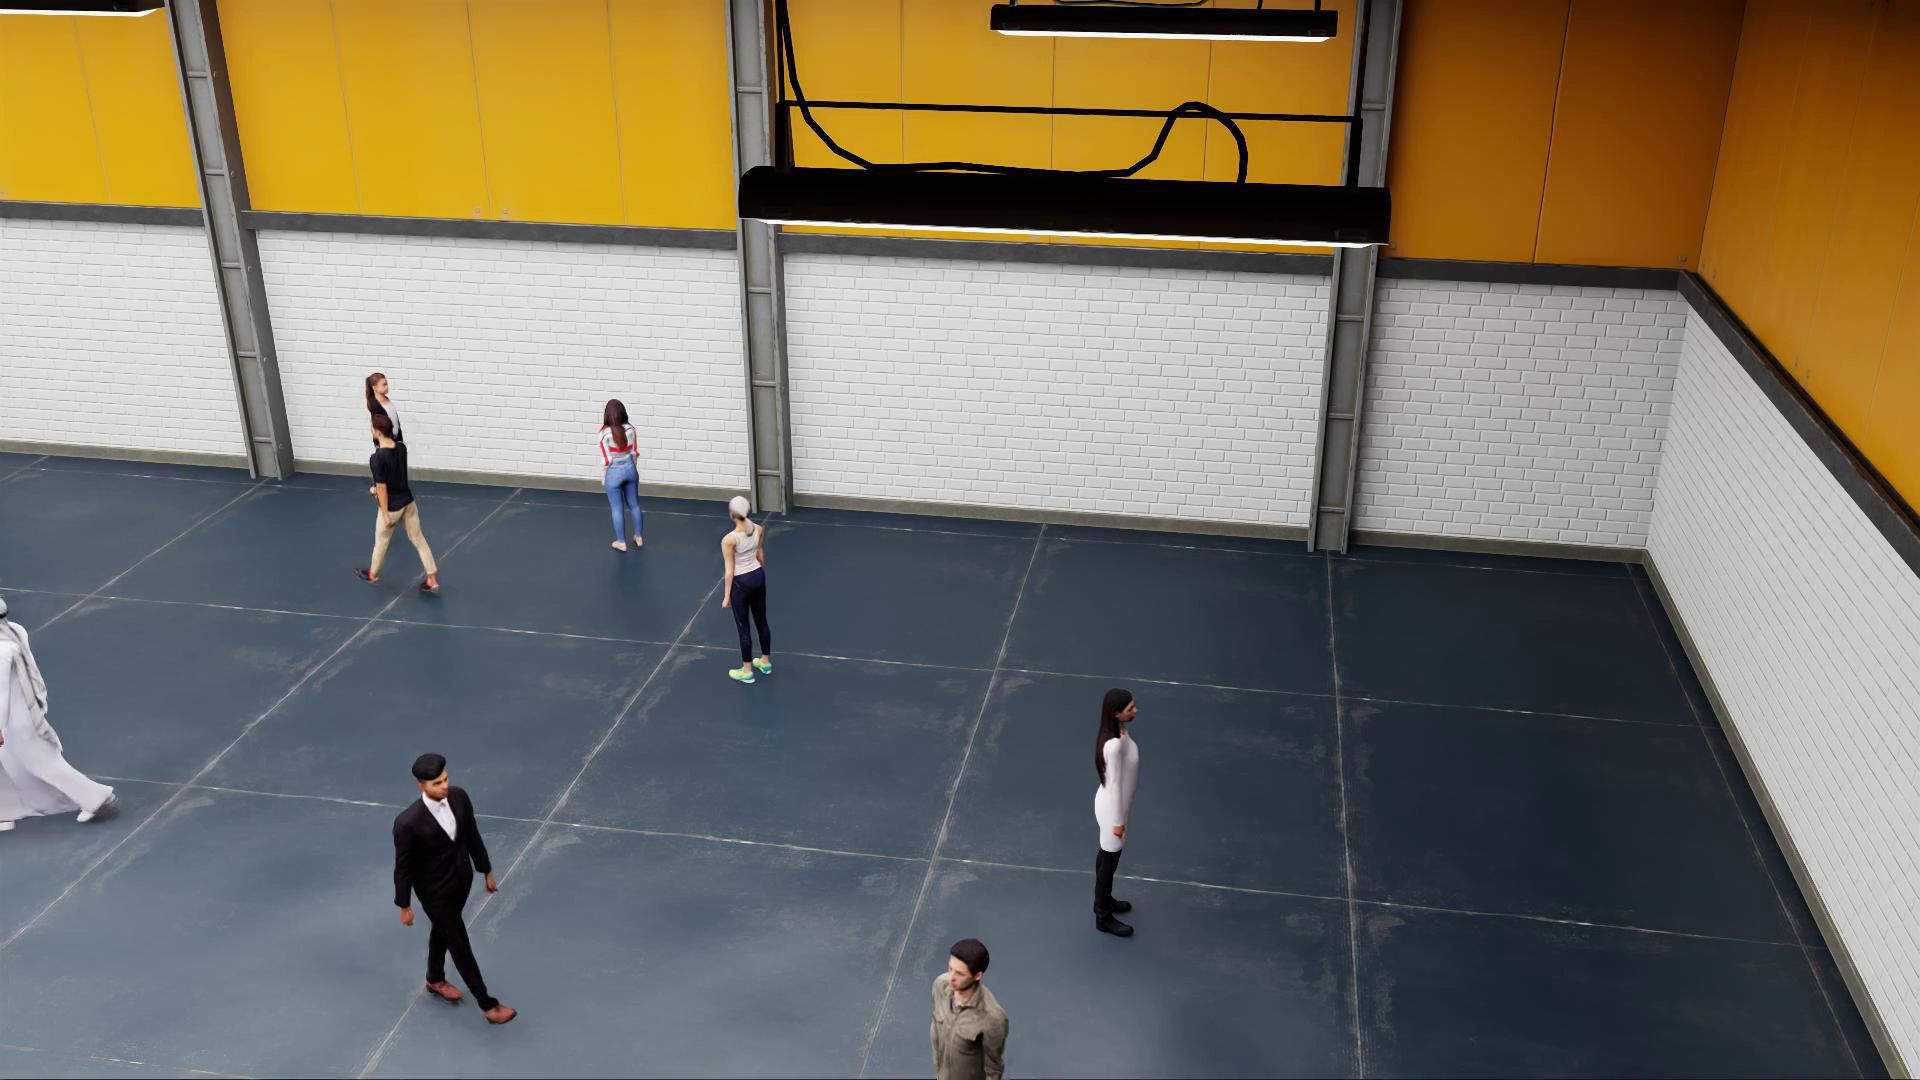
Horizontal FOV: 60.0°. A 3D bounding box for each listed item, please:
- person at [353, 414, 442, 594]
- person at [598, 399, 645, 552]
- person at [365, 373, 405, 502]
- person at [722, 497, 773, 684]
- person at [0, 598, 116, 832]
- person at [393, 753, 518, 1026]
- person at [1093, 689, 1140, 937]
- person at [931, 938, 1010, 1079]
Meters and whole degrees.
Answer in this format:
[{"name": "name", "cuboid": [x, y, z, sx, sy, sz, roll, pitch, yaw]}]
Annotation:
[{"name": "person", "cuboid": [-5.338, -0.302, 15.998, 1.209, 1.809, 0.848, 11, 26, 23]}, {"name": "person", "cuboid": [-3.489, -0.681, 17.112, 0.657, 1.612, 0.715, -16, 28, -33]}, {"name": "person", "cuboid": [-6.299, -1.074, 18.088, 0.675, 1.551, 0.547, 3, 24, 8]}, {"name": "person", "cuboid": [-1.847, 0.420, 14.475, 0.706, 1.706, 0.686, 21, 31, 39]}, {"name": "person", "cuboid": [-6.830, 1.296, 12.233, 1.298, 1.898, 1.162, -12, 26, -26]}, {"name": "person", "cuboid": [-3.291, 2.127, 10.395, 1.206, 1.847, 0.971, 13, 27, 28]}, {"name": "person", "cuboid": [1.025, 1.803, 11.184, 0.548, 1.808, 0.619, 2, 24, 5]}, {"name": "person", "cuboid": [0.114, 2.841, 8.748, 1.002, 1.857, 0.956, -21, 31, -39]}]
